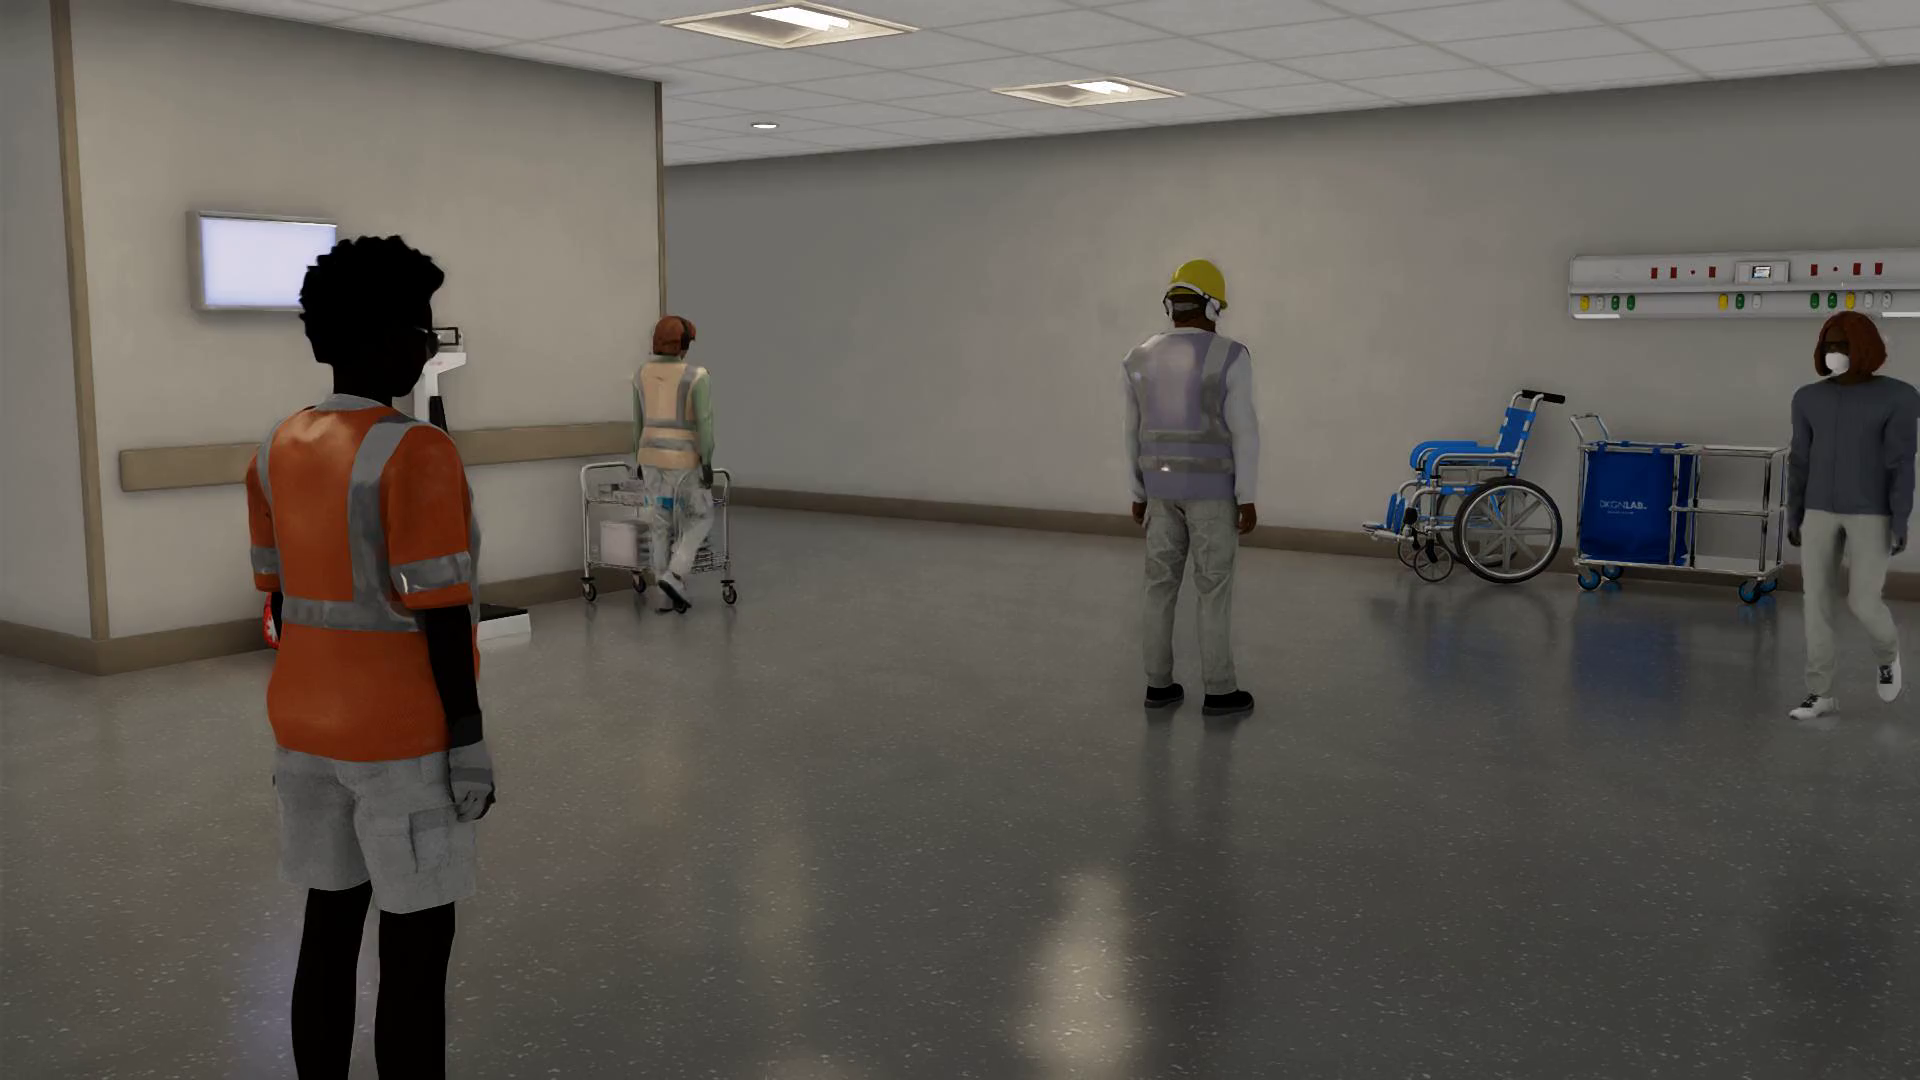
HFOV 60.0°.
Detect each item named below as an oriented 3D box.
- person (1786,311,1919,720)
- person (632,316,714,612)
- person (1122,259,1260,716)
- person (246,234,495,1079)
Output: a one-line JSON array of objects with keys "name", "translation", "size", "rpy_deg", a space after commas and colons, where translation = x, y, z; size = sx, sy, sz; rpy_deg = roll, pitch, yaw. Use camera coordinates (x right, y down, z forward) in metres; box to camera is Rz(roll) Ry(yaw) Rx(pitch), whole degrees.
[{"name": "person", "translation": [3.528, -0.092, 6.568], "size": [0.454, 1.617, 0.503], "rpy_deg": [-5, 9, -35]}, {"name": "person", "translation": [-1.562, -0.407, 9.084], "size": [0.543, 1.626, 0.363], "rpy_deg": [3, 8, 22]}, {"name": "person", "translation": [0.941, -0.209, 6.698], "size": [0.589, 1.825, 0.403], "rpy_deg": [5, 9, 36]}, {"name": "person", "translation": [-0.992, 0.333, 2.854], "size": [0.533, 1.694, 0.319], "rpy_deg": [5, 9, 36]}]
